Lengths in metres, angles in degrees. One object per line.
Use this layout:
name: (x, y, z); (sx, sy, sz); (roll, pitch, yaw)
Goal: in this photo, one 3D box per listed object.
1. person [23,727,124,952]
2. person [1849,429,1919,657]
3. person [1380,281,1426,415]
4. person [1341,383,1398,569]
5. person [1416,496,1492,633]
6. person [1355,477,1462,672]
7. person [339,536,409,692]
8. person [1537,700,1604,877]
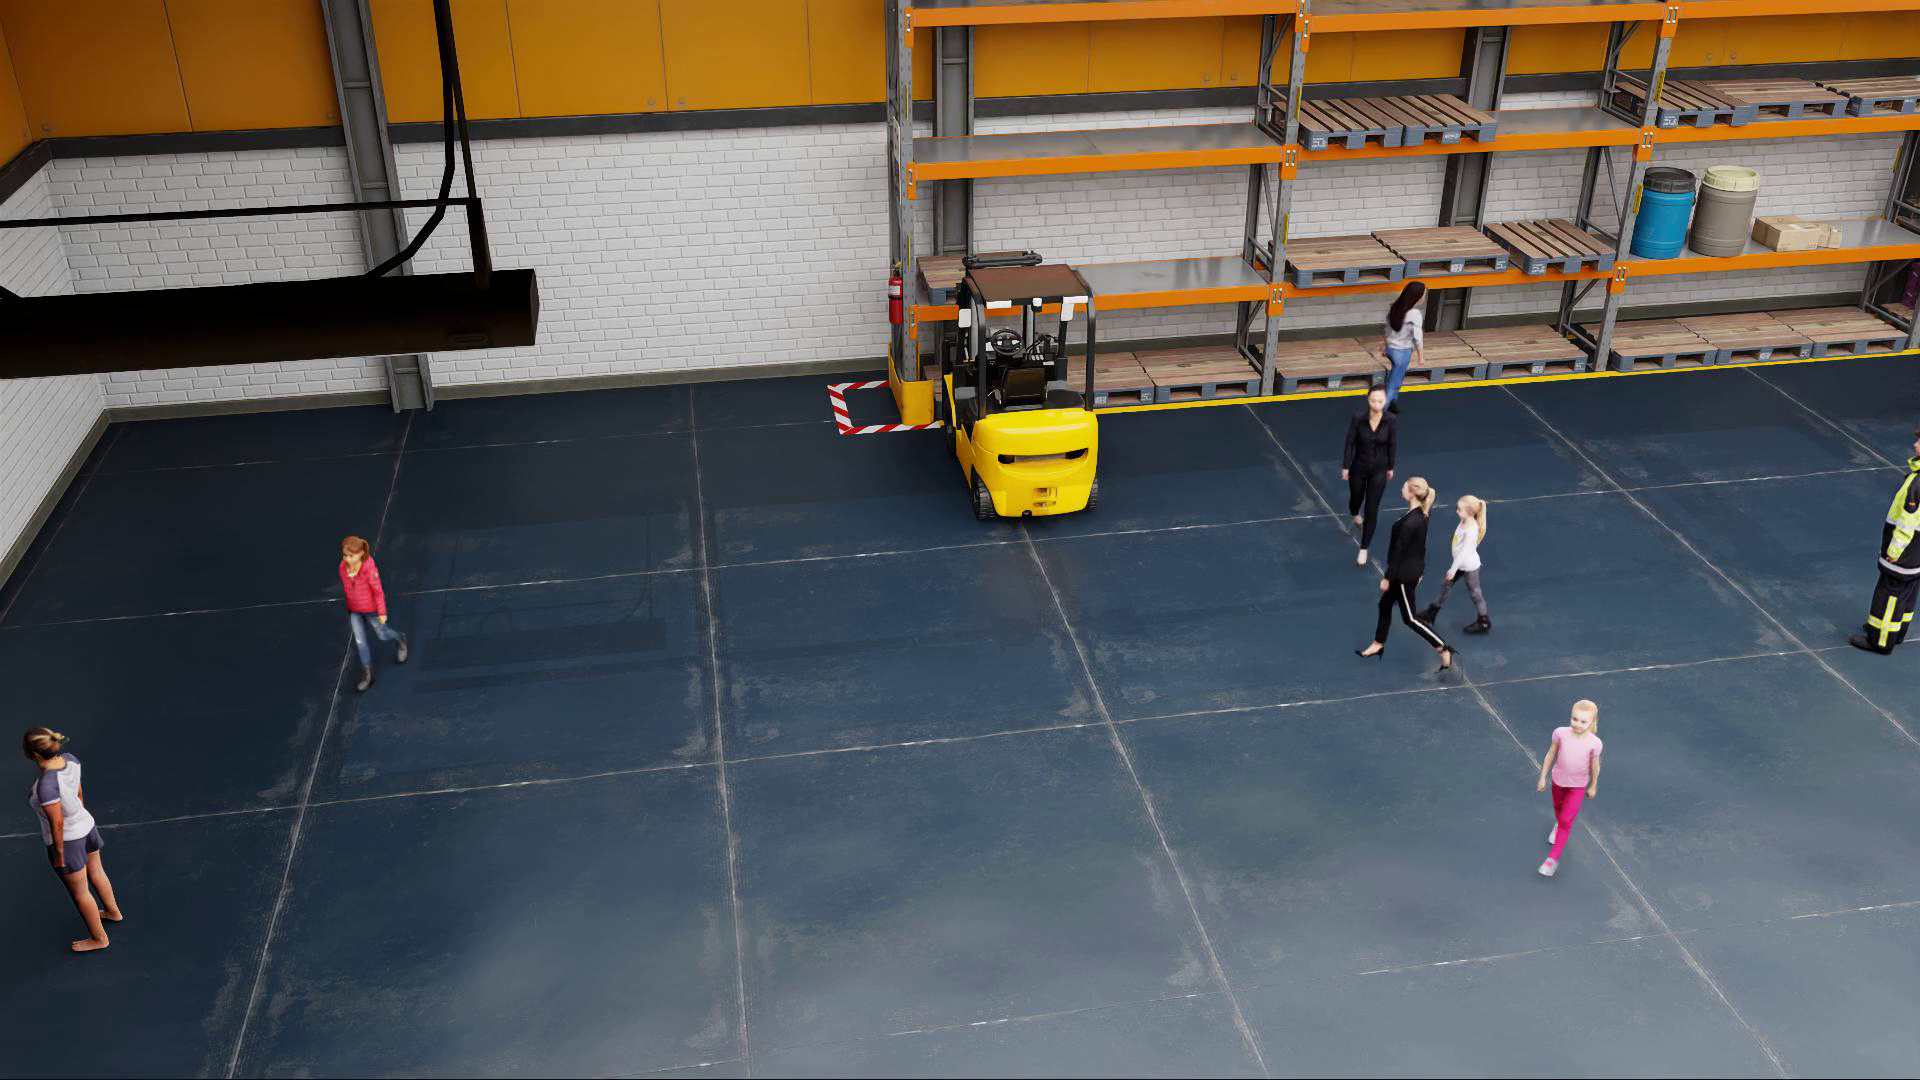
person: (-5.582, 1.853, 10.442); (0.566, 1.625, 0.597); (-2, 29, -3)
person: (7.707, 0.002, 13.469); (0.925, 1.977, 0.822); (25, 37, 38)
person: (4.515, -1.920, 17.375); (0.742, 1.609, 0.698); (-13, 31, -22)
person: (3.665, -0.632, 14.943); (1.077, 1.677, 0.931); (6, 29, 10)
person: (4.275, 0.228, 13.823); (0.935, 1.241, 0.612); (1, 29, 1)
person: (3.622, 0.329, 13.190); (1.147, 1.669, 1.011); (13, 31, 22)
person: (-4.685, 0.519, 13.235); (0.879, 1.294, 0.771); (5, 29, 9)
person: (4.151, 1.605, 11.299); (0.865, 1.240, 0.931); (19, 34, 31)
